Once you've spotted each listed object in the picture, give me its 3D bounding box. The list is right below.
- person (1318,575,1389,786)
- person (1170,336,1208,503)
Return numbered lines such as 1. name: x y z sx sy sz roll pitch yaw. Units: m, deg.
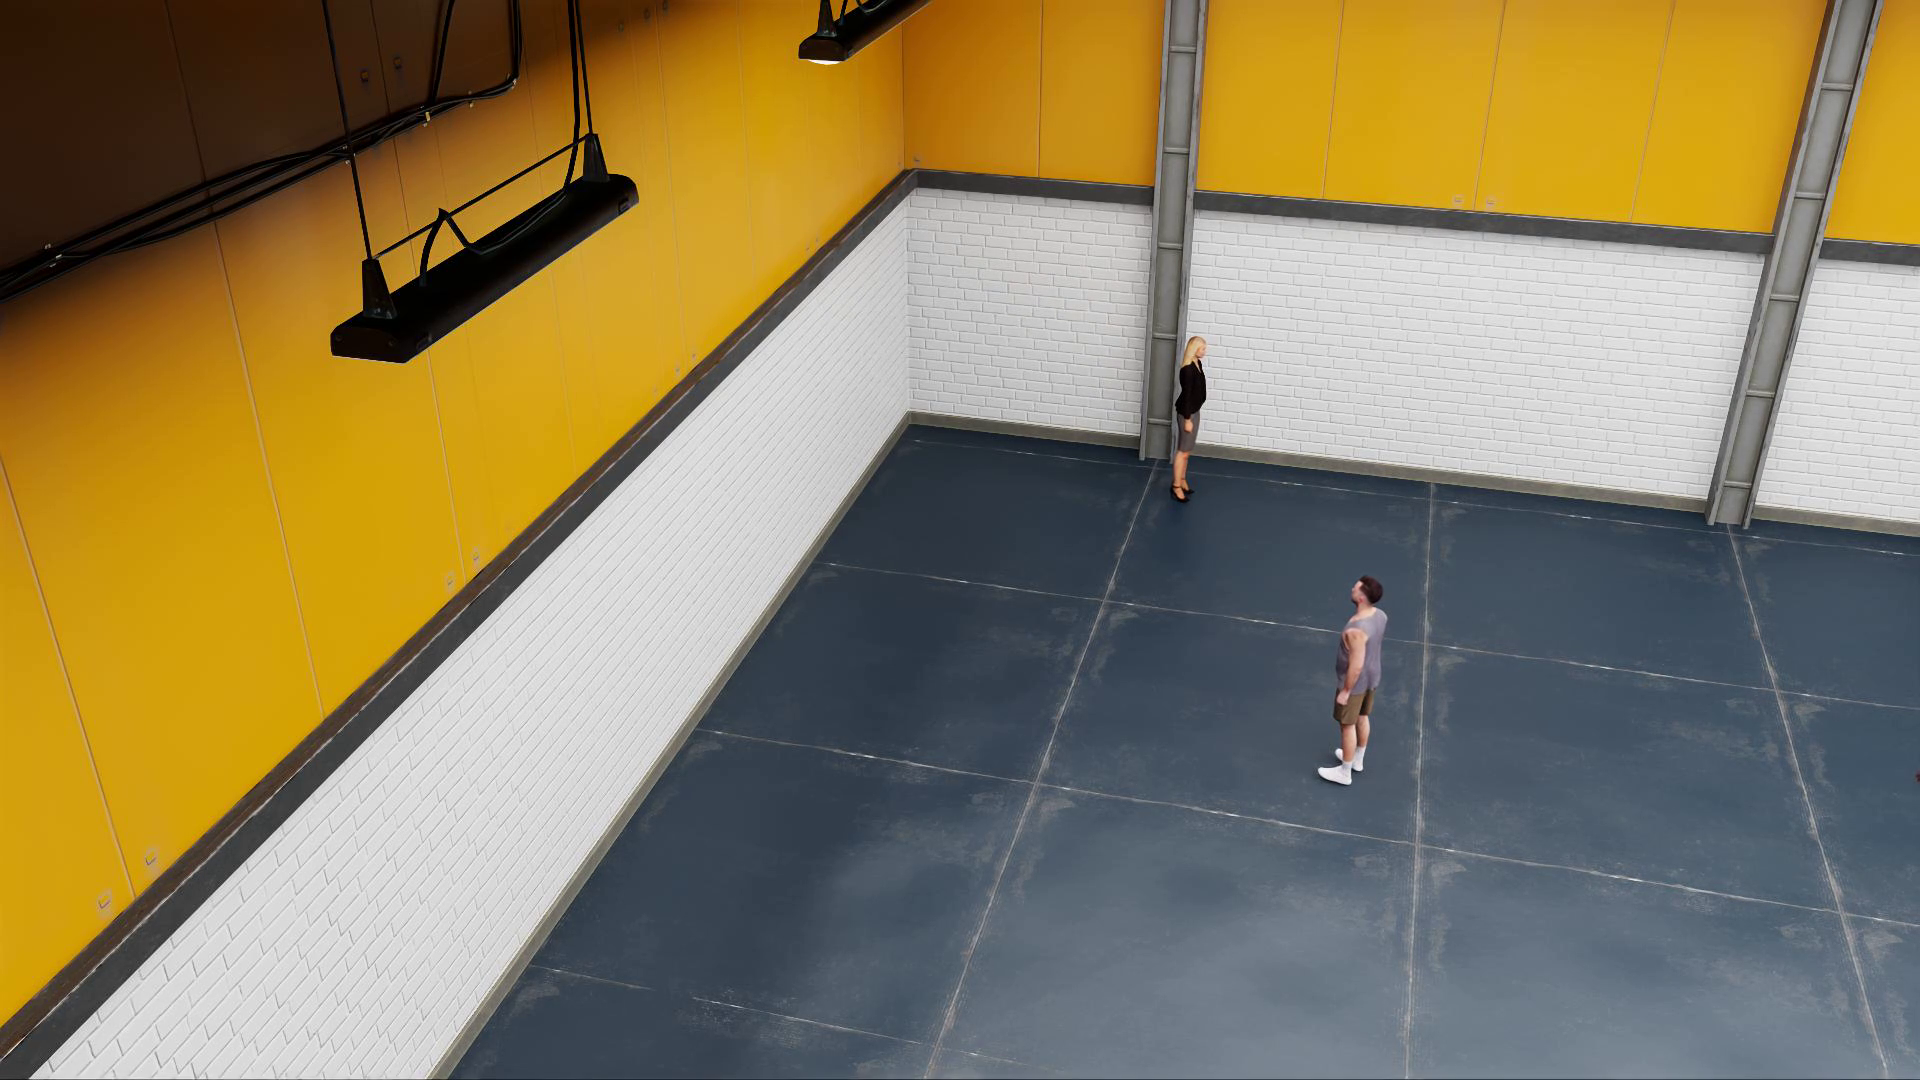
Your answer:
1. person: 3.127 1.090 13.091 0.729 1.847 0.719 23 36 35
2. person: 2.391 -1.276 17.480 0.557 1.842 0.614 10 30 17
